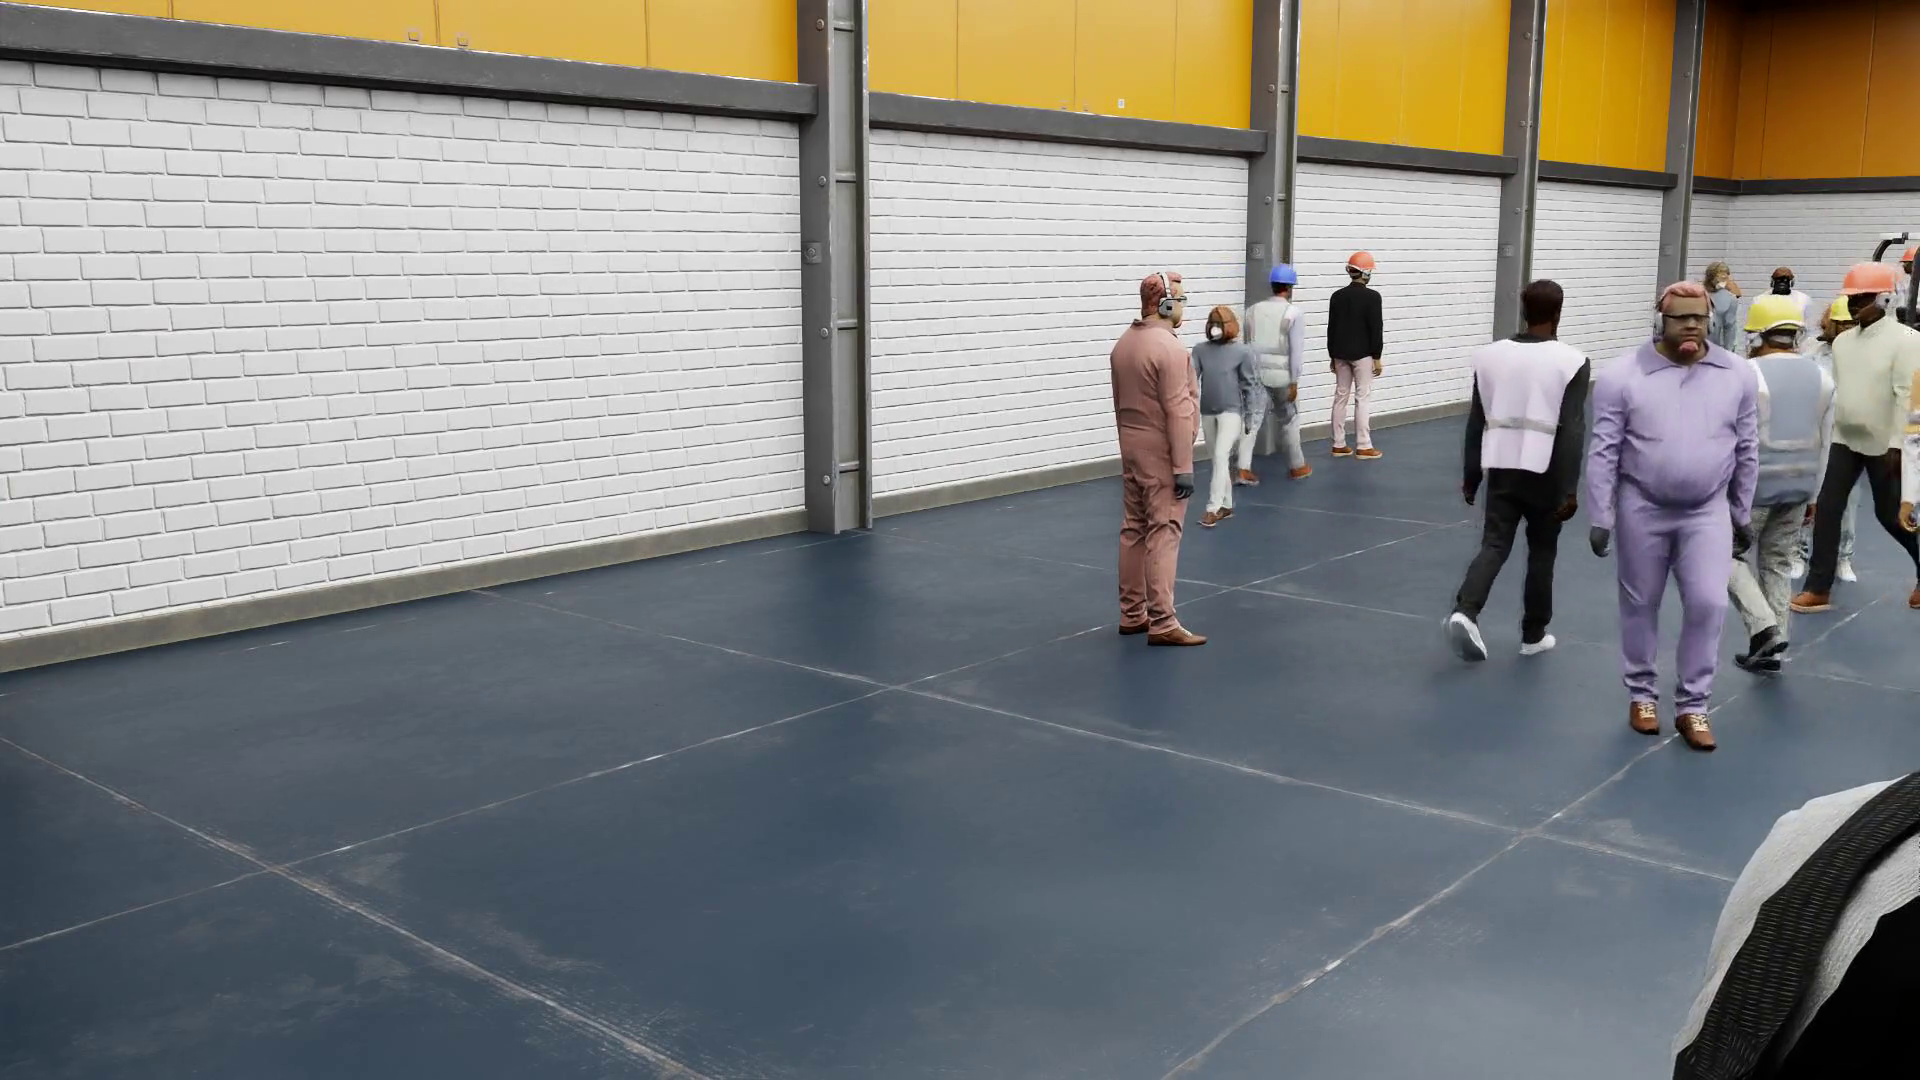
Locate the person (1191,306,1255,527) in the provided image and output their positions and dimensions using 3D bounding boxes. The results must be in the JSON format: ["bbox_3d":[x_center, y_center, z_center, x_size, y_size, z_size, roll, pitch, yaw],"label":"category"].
[{"bbox_3d":[1.854,-0.897,12.167,0.515,1.603,0.794,8,13,39],"label":"person"}]

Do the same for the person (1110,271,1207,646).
[{"bbox_3d":[1.028,-0.413,8.541,0.410,1.909,0.642,-4,11,-23],"label":"person"}]

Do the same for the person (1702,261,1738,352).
[{"bbox_3d":[7.668,-1.925,17.192,0.661,1.890,0.568,0,10,2],"label":"person"}]

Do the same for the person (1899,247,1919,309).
[{"bbox_3d":[11.911,-2.646,20.861,0.393,2.041,0.613,6,11,29],"label":"person"}]

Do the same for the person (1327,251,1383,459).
[{"bbox_3d":[3.832,-1.783,16.085,0.387,1.996,0.611,-8,13,-38],"label":"person"}]

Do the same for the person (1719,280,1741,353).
[{"bbox_3d":[9.374,-2.360,20.400,0.277,1.633,0.507,7,12,36],"label":"person"}]

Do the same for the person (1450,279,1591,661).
[{"bbox_3d":[2.710,-0.325,8.122,0.611,1.884,0.827,9,13,42],"label":"person"}]

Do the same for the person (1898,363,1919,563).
[{"bbox_3d":[4.552,-0.218,7.483,0.533,1.908,0.939,9,14,43],"label":"person"}]

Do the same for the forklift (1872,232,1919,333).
[{"bbox_3d":[9.955,-1.972,16.595,2.313,2.155,1.214,1,10,8],"label":"forklift"}]

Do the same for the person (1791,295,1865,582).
[{"bbox_3d":[5.339,-0.613,10.144,0.486,1.744,0.294,3,11,19],"label":"person"}]

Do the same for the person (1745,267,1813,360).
[{"bbox_3d":[8.605,-1.950,17.523,0.618,1.836,0.432,5,11,25],"label":"person"}]

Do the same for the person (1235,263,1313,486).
[{"bbox_3d":[2.693,-1.415,14.279,0.615,1.897,1.002,9,13,41],"label":"person"}]

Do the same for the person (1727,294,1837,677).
[{"bbox_3d":[3.793,-0.240,7.826,0.640,1.810,0.509,-2,10,-12],"label":"person"}]

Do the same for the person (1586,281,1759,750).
[{"bbox_3d":[2.909,-0.096,6.772,0.681,1.884,0.688,2,10,13],"label":"person"}]

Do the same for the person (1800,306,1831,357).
[{"bbox_3d":[6.655,-1.008,12.719,0.380,1.619,0.531,-6,12,-31],"label":"person"}]

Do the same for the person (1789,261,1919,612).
[{"bbox_3d":[5.115,-0.556,9.237,0.924,1.964,0.621,-3,11,-19],"label":"person"}]
